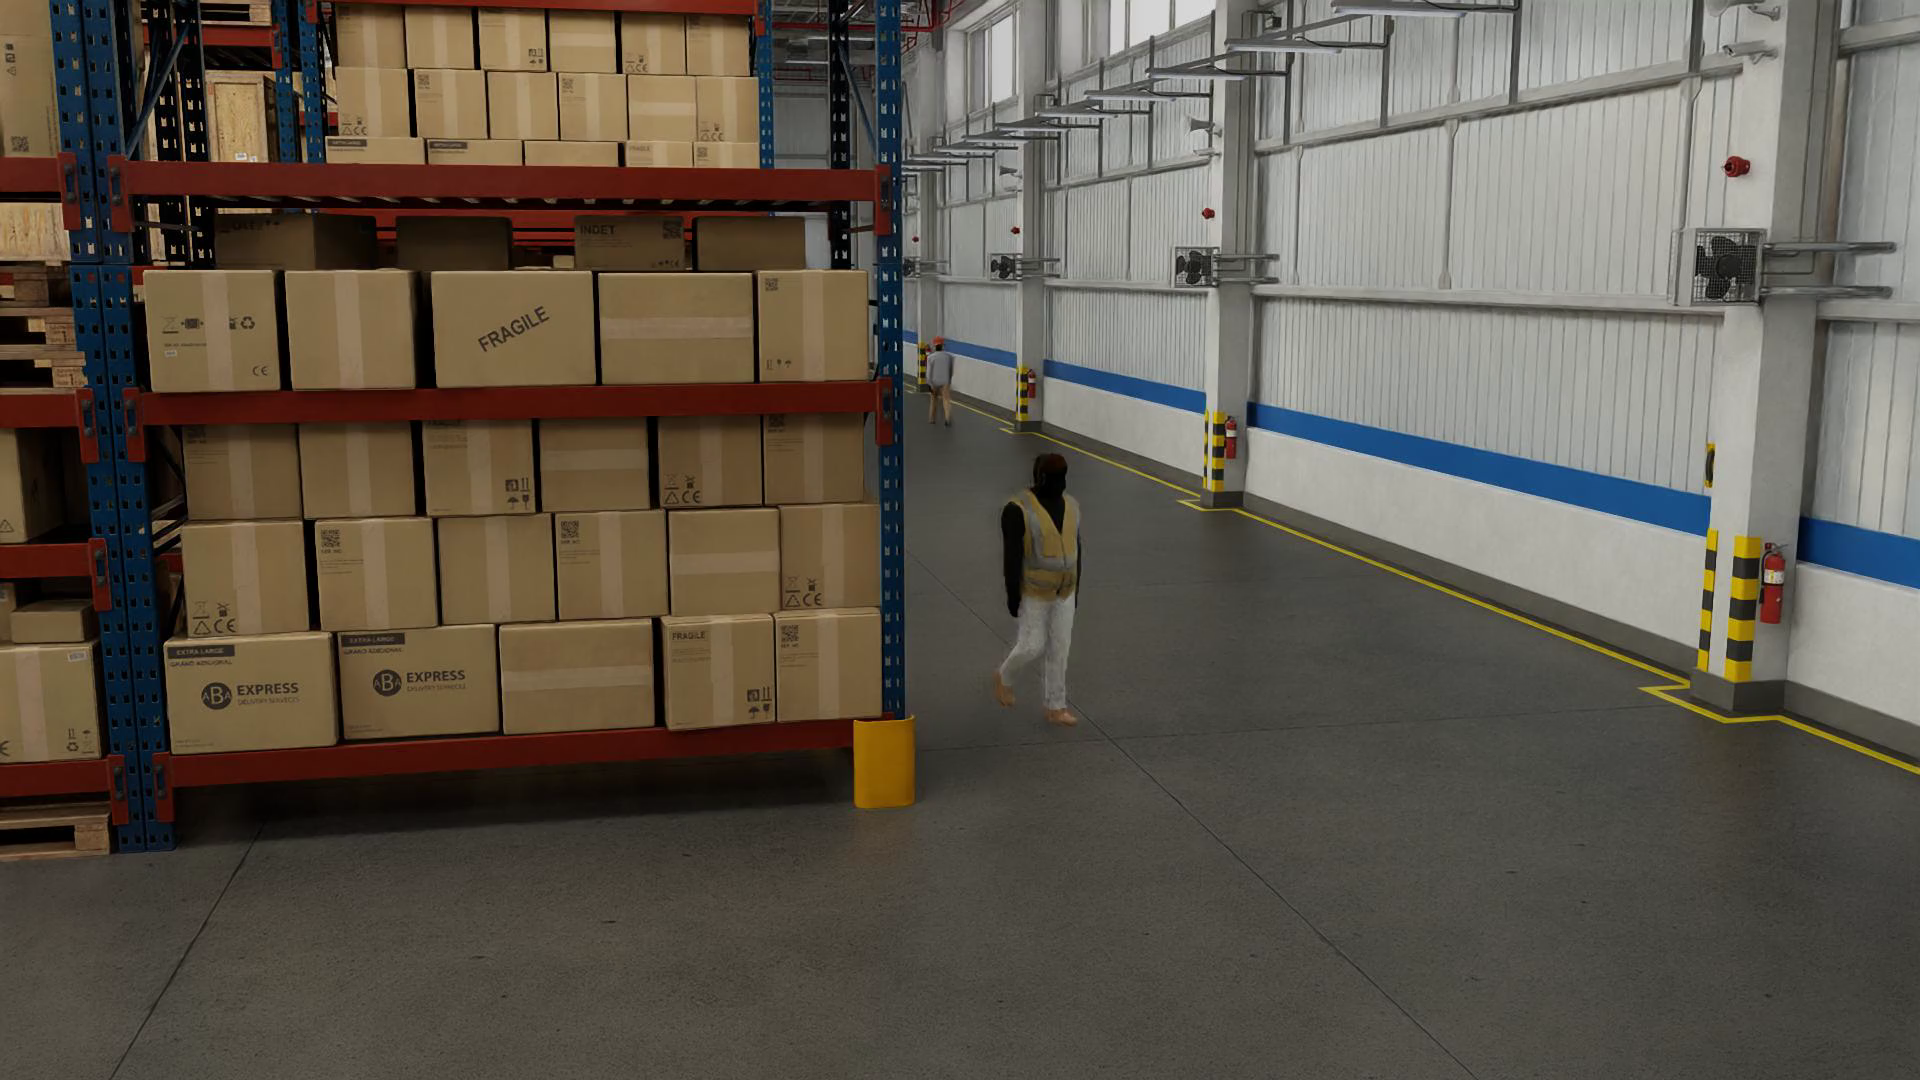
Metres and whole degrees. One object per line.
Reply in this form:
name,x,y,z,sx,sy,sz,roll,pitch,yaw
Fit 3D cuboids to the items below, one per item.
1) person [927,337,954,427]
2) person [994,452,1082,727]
person,-0.365,-3.027,31.808,0.559,1.717,0.862,-3,10,-15
person,0.527,0.317,11.058,0.637,1.830,0.571,-6,11,-34
